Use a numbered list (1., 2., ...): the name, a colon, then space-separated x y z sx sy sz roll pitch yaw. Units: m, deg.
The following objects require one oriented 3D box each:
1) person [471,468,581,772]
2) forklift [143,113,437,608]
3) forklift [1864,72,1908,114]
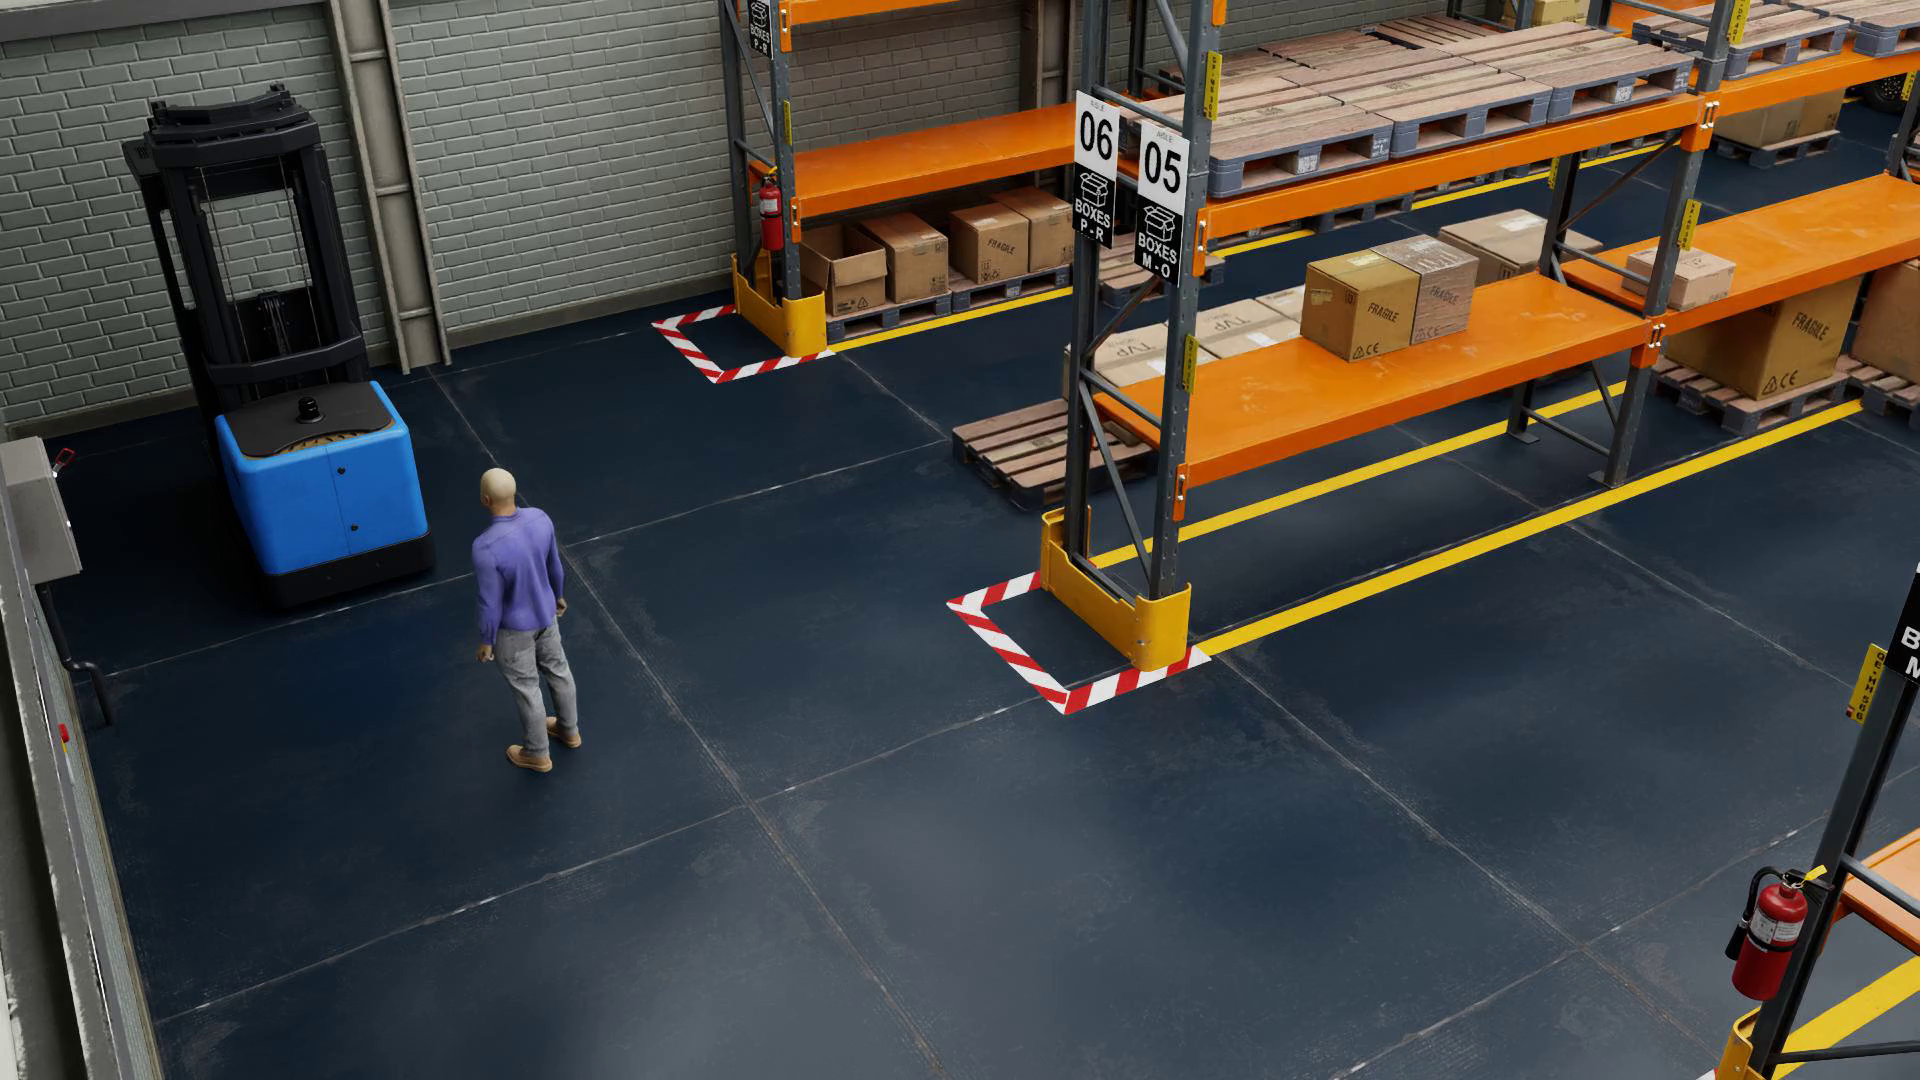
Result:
1. person: -2.290 0.432 8.788 0.383 1.798 0.596 19 36 28
2. forklift: -4.289 -1.259 10.509 1.129 2.768 1.873 -17 36 -26
3. forklift: 11.468 -5.645 18.244 1.214 2.155 2.313 -17 36 -26
